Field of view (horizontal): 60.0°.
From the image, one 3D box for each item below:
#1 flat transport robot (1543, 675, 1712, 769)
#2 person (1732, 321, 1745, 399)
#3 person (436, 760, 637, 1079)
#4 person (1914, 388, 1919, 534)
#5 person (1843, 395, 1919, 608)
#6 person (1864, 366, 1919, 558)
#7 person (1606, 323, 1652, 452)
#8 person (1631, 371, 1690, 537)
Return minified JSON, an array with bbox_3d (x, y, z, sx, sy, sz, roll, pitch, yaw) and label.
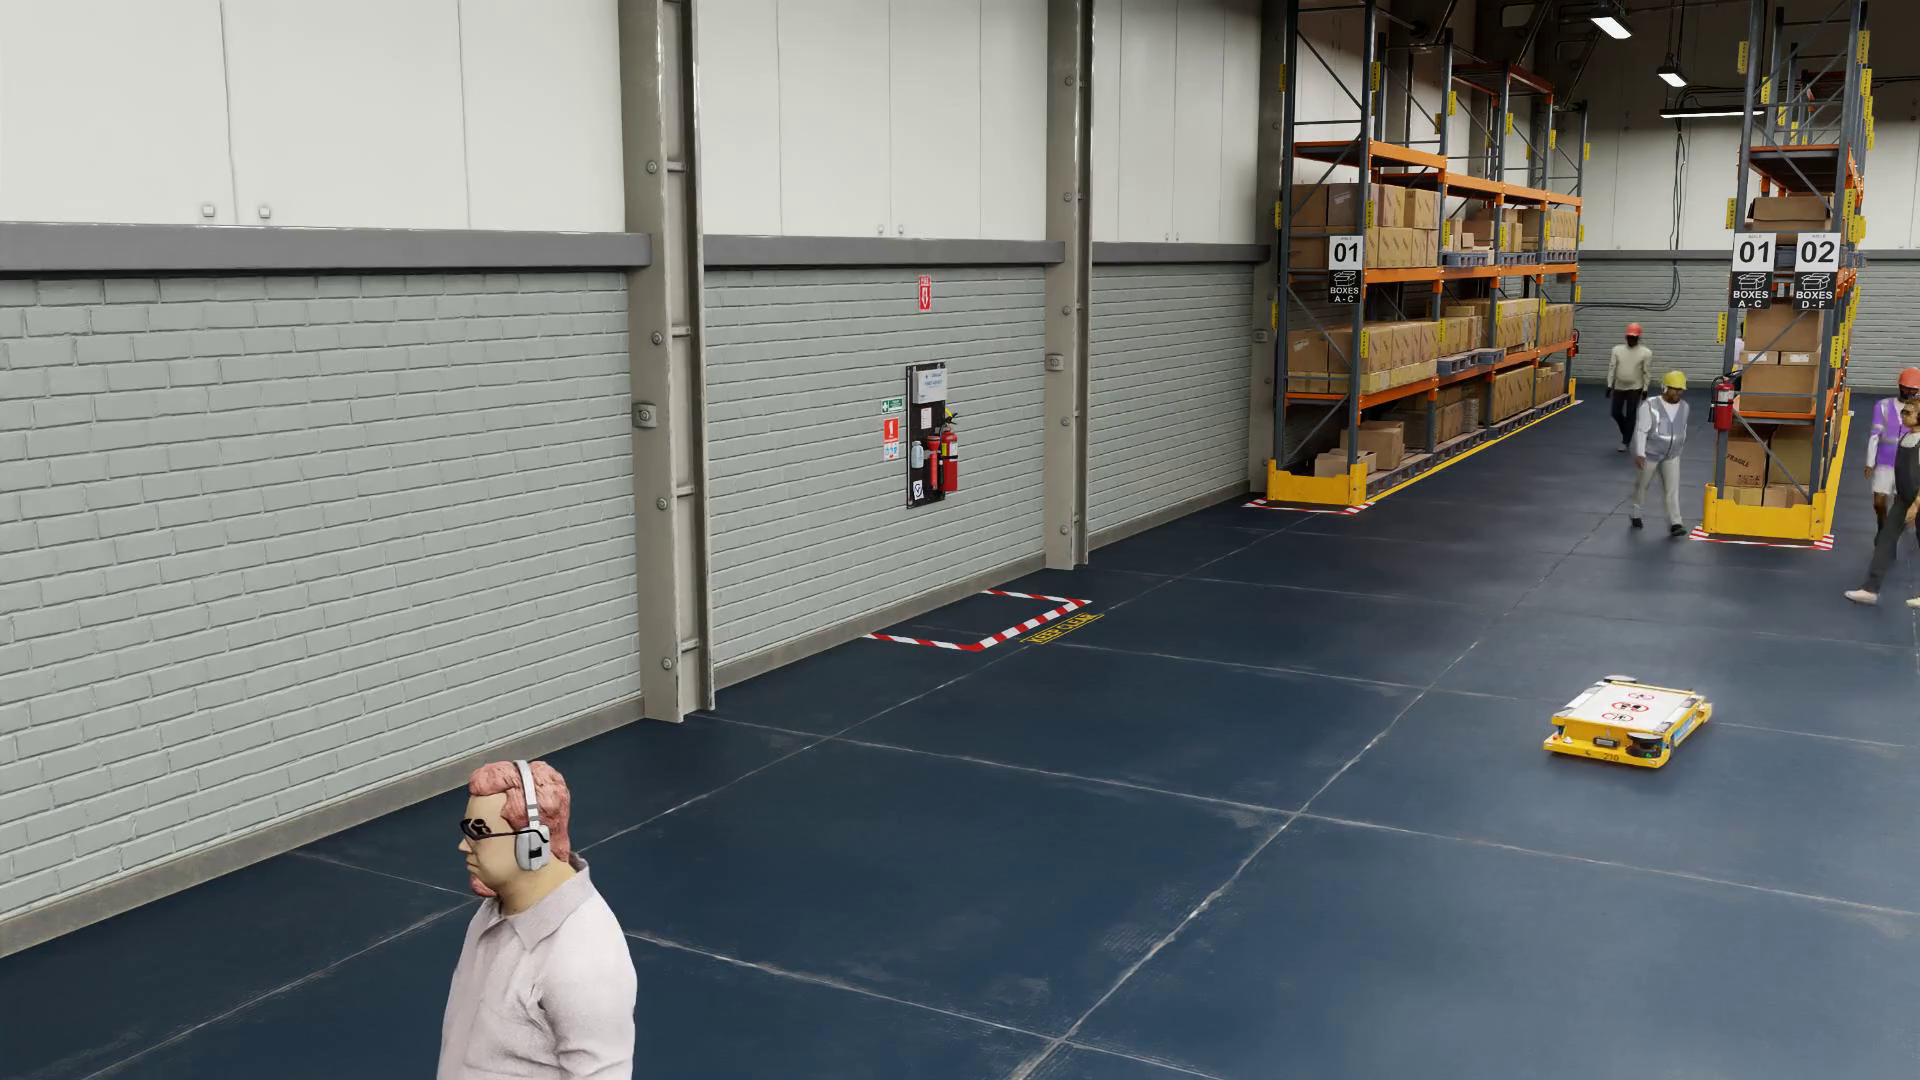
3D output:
[{"bbox_3d":[4.167,1.108,10.325,0.652,0.197,1.431,7,12,35],"label":"flat transport robot"},{"bbox_3d":[13.573,-2.862,28.842,0.596,1.899,0.735,5,11,28],"label":"person"},{"bbox_3d":[-0.956,1.418,3.733,0.407,1.908,0.641,-6,11,-32],"label":"person"},{"bbox_3d":[10.664,-1.094,18.167,0.610,2.008,0.967,5,11,28],"label":"person"},{"bbox_3d":[7.995,-0.311,14.097,0.872,1.813,0.505,-1,10,-5],"label":"person"},{"bbox_3d":[9.343,-0.779,16.566,0.570,1.914,0.511,6,11,31],"label":"person"},{"bbox_3d":[10.336,-2.368,25.677,0.630,1.977,0.714,8,12,38],"label":"person"},{"bbox_3d":[7.553,-0.935,17.928,0.614,1.773,0.991,0,10,-2],"label":"person"}]
